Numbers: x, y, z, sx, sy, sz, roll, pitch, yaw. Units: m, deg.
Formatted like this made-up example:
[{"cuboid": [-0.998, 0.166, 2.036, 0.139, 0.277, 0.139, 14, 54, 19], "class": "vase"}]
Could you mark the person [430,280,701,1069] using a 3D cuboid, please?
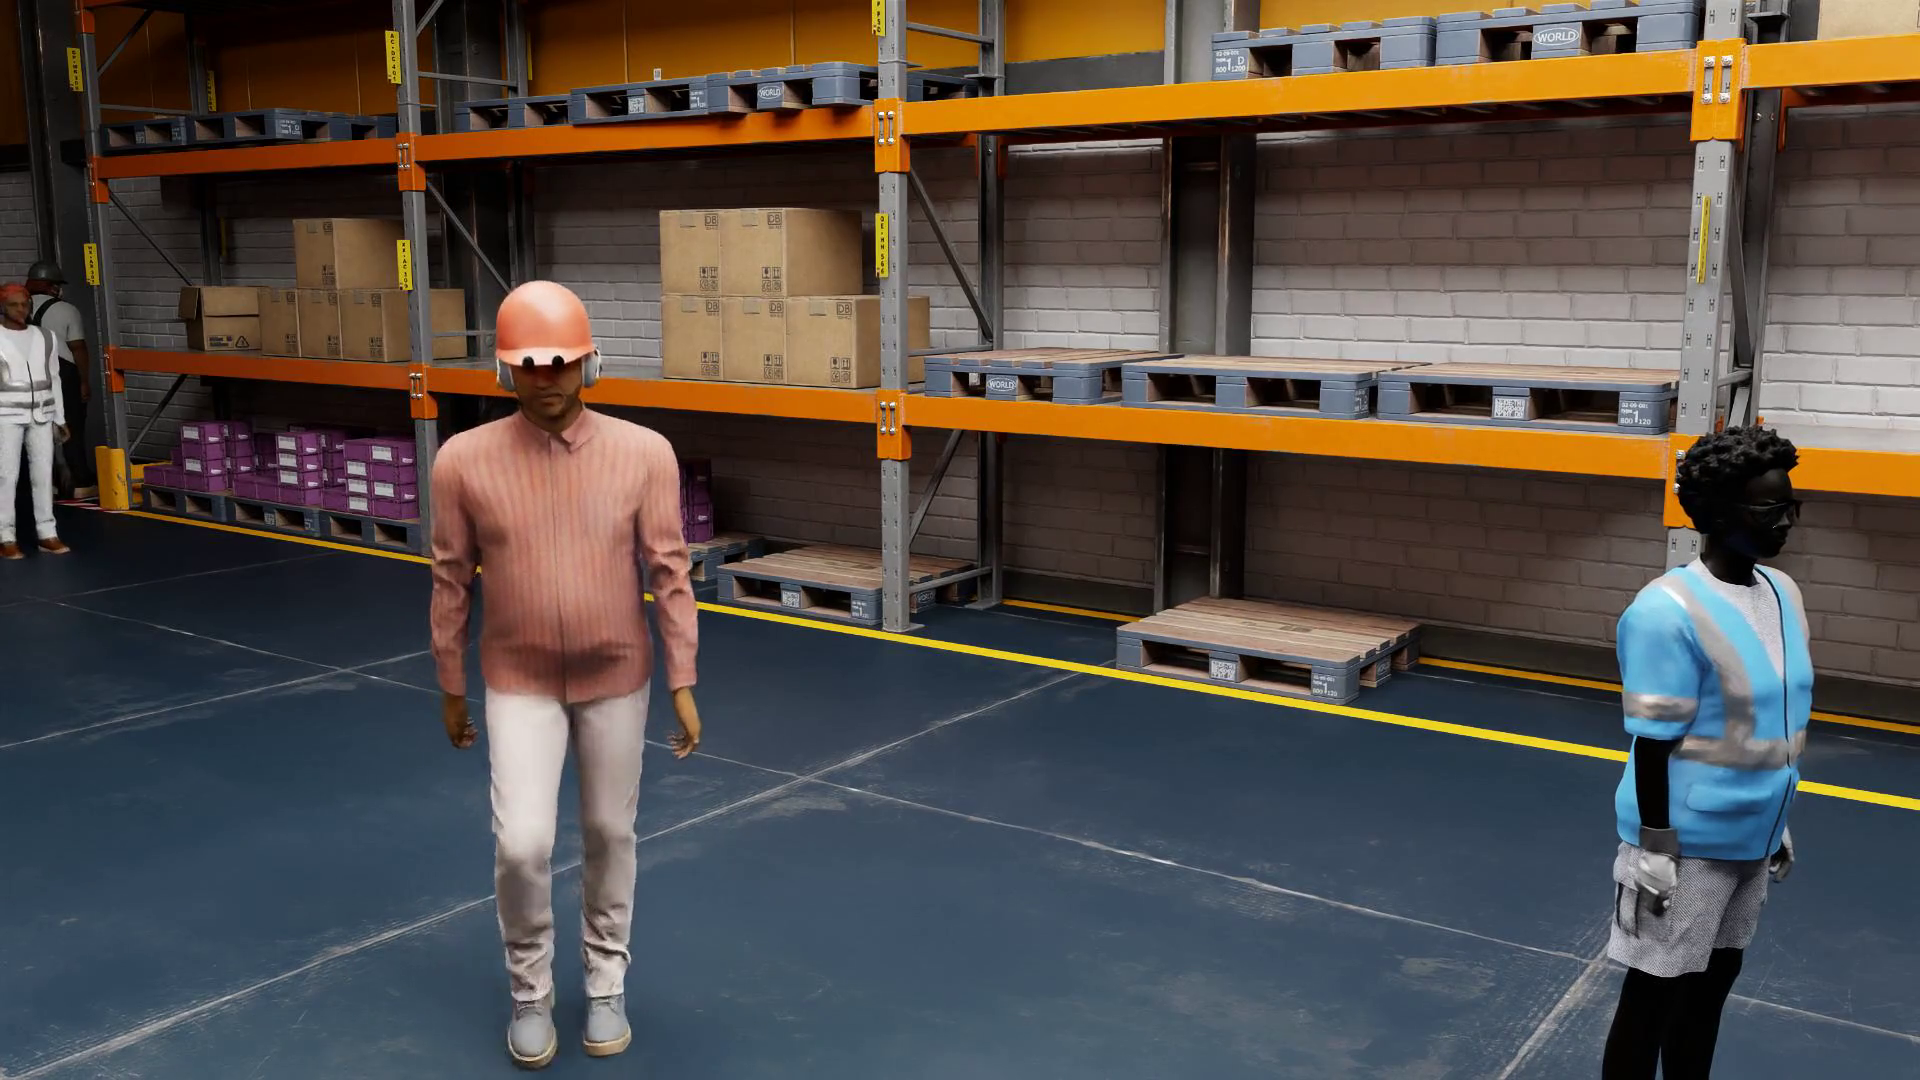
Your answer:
[{"cuboid": [-0.978, 0.351, 4.141, 0.638, 1.971, 0.509, -3, 10, -17], "class": "person"}]

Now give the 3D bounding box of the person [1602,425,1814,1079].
[{"cuboid": [1.552, 0.607, 3.448, 0.532, 1.696, 0.319, -7, 12, -36], "class": "person"}]

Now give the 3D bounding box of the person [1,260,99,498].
[{"cuboid": [-7.738, -1.374, 14.220, 0.675, 2.000, 0.537, 1, 10, 3], "class": "person"}]

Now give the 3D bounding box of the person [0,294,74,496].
[{"cuboid": [-7.912, -1.267, 14.251, 0.649, 1.820, 0.441, -5, 11, -27], "class": "person"}]

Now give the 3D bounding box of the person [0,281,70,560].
[{"cuboid": [-6.410, -0.818, 11.373, 0.337, 1.883, 0.584, 7, 12, 34], "class": "person"}]
